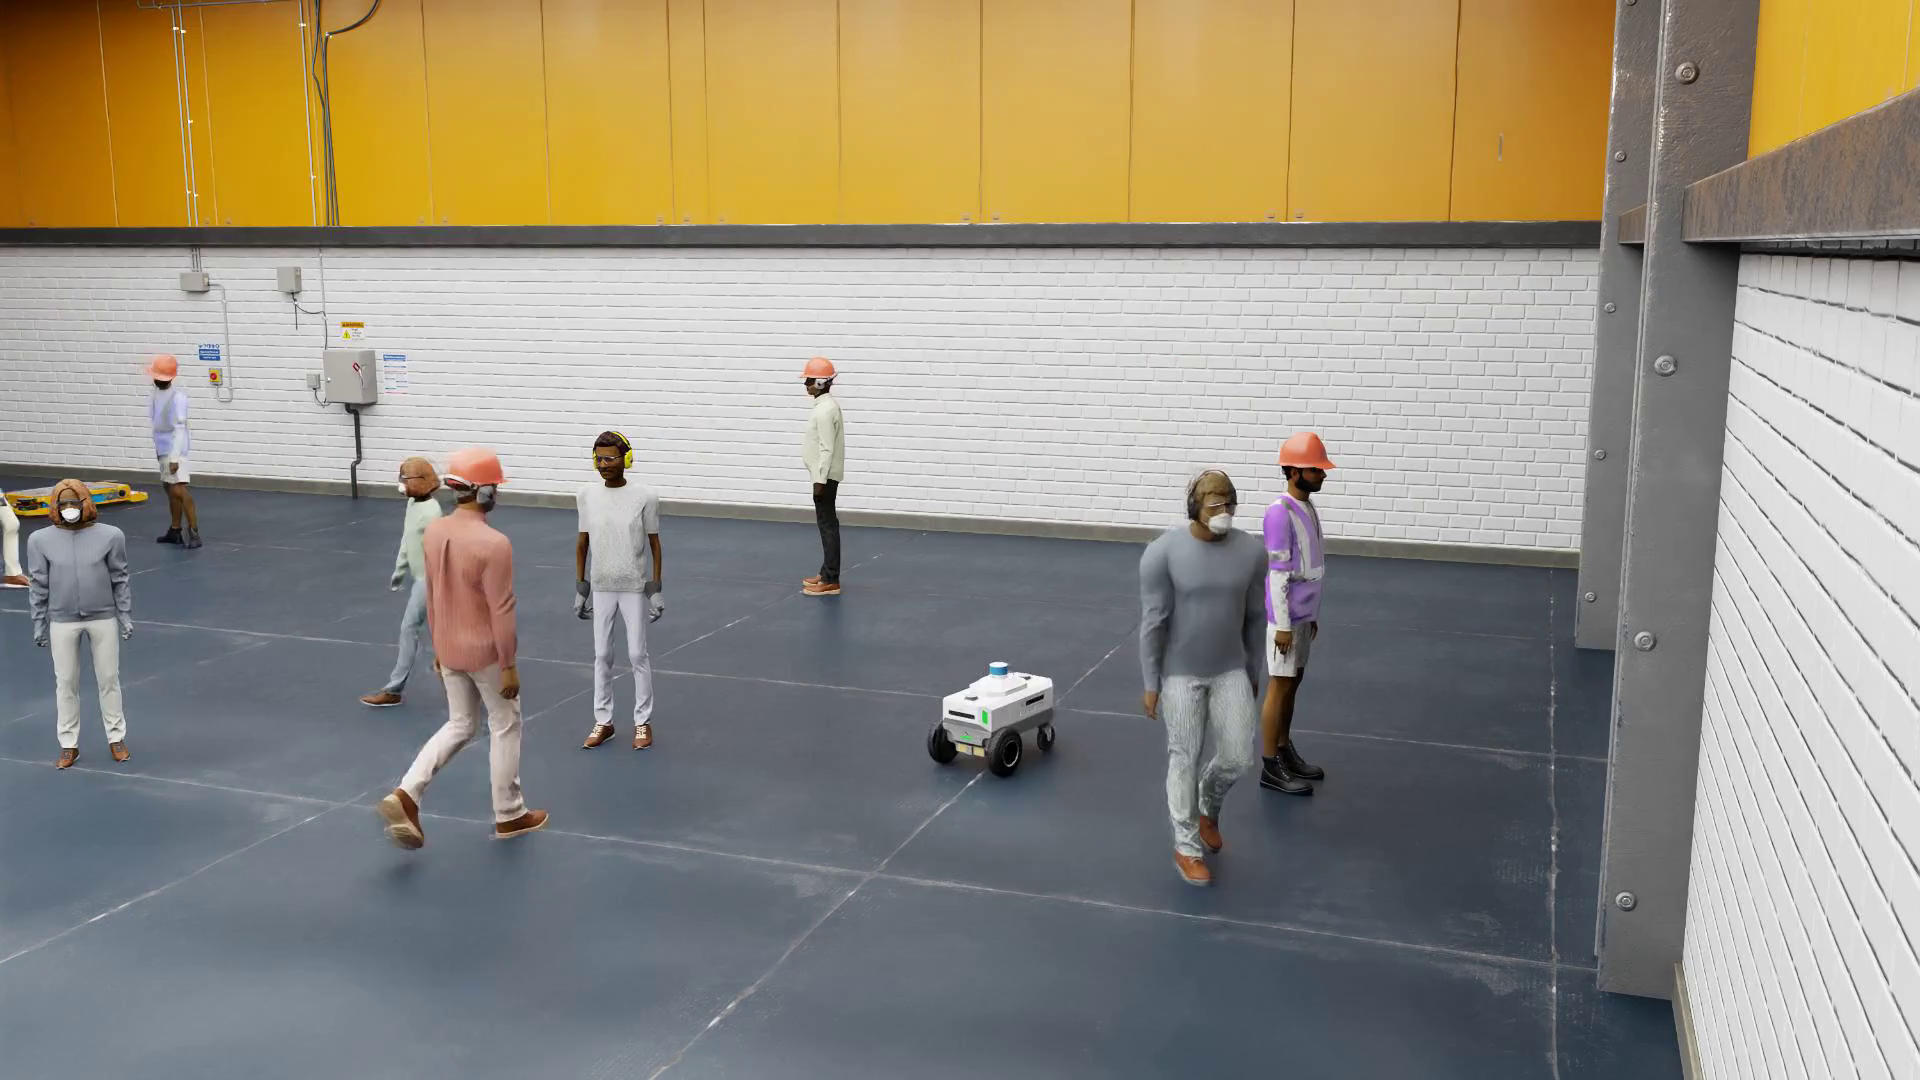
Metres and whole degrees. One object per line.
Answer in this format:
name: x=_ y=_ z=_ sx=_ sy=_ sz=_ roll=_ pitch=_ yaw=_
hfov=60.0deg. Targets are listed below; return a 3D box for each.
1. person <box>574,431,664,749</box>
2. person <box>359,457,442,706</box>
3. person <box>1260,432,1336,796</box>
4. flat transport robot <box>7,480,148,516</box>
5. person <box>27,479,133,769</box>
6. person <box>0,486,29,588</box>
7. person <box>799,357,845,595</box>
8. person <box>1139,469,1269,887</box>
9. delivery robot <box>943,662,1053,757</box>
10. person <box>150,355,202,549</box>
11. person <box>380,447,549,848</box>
person: x=-1.985 y=0.292 z=9.658 sx=0.533 sy=1.869 sz=0.311 roll=1 pitch=10 yaw=5
person: x=-3.429 y=0.252 z=10.686 sx=0.871 sy=1.586 sz=0.500 roll=-5 pitch=11 yaw=-27
person: x=1.810 y=0.385 z=8.942 sx=0.358 sy=1.938 sz=0.542 roll=5 pitch=11 yaw=25
flat transport robot: x=-9.887 y=-0.476 z=18.482 sx=0.652 sy=0.197 sz=1.431 roll=6 pitch=12 yaw=29
person: x=-4.936 y=0.462 z=9.361 sx=0.507 sy=1.633 sz=0.276 roll=-5 pitch=11 yaw=-27
person: x=-8.103 y=-0.455 z=13.943 sx=0.742 sy=1.834 sz=0.507 roll=0 pitch=10 yaw=-3
person: x=-1.154 y=-0.537 z=13.978 sx=0.375 sy=1.994 sz=0.608 roll=-1 pitch=10 yaw=-3
person: x=1.111 y=0.621 z=7.657 sx=0.640 sy=1.928 sz=0.476 roll=-2 pitch=10 yaw=-12
delivery robot: x=0.221 y=0.937 z=9.439 sx=0.477 sy=0.478 sz=0.707 roll=8 pitch=14 yaw=36
person: x=-7.664 y=-0.854 z=16.093 sx=0.671 sy=1.888 sz=0.371 roll=9 pitch=14 yaw=42
person: x=-2.399 y=0.540 z=7.995 sx=0.629 sy=1.967 sz=0.796 roll=7 pitch=12 yaw=35
